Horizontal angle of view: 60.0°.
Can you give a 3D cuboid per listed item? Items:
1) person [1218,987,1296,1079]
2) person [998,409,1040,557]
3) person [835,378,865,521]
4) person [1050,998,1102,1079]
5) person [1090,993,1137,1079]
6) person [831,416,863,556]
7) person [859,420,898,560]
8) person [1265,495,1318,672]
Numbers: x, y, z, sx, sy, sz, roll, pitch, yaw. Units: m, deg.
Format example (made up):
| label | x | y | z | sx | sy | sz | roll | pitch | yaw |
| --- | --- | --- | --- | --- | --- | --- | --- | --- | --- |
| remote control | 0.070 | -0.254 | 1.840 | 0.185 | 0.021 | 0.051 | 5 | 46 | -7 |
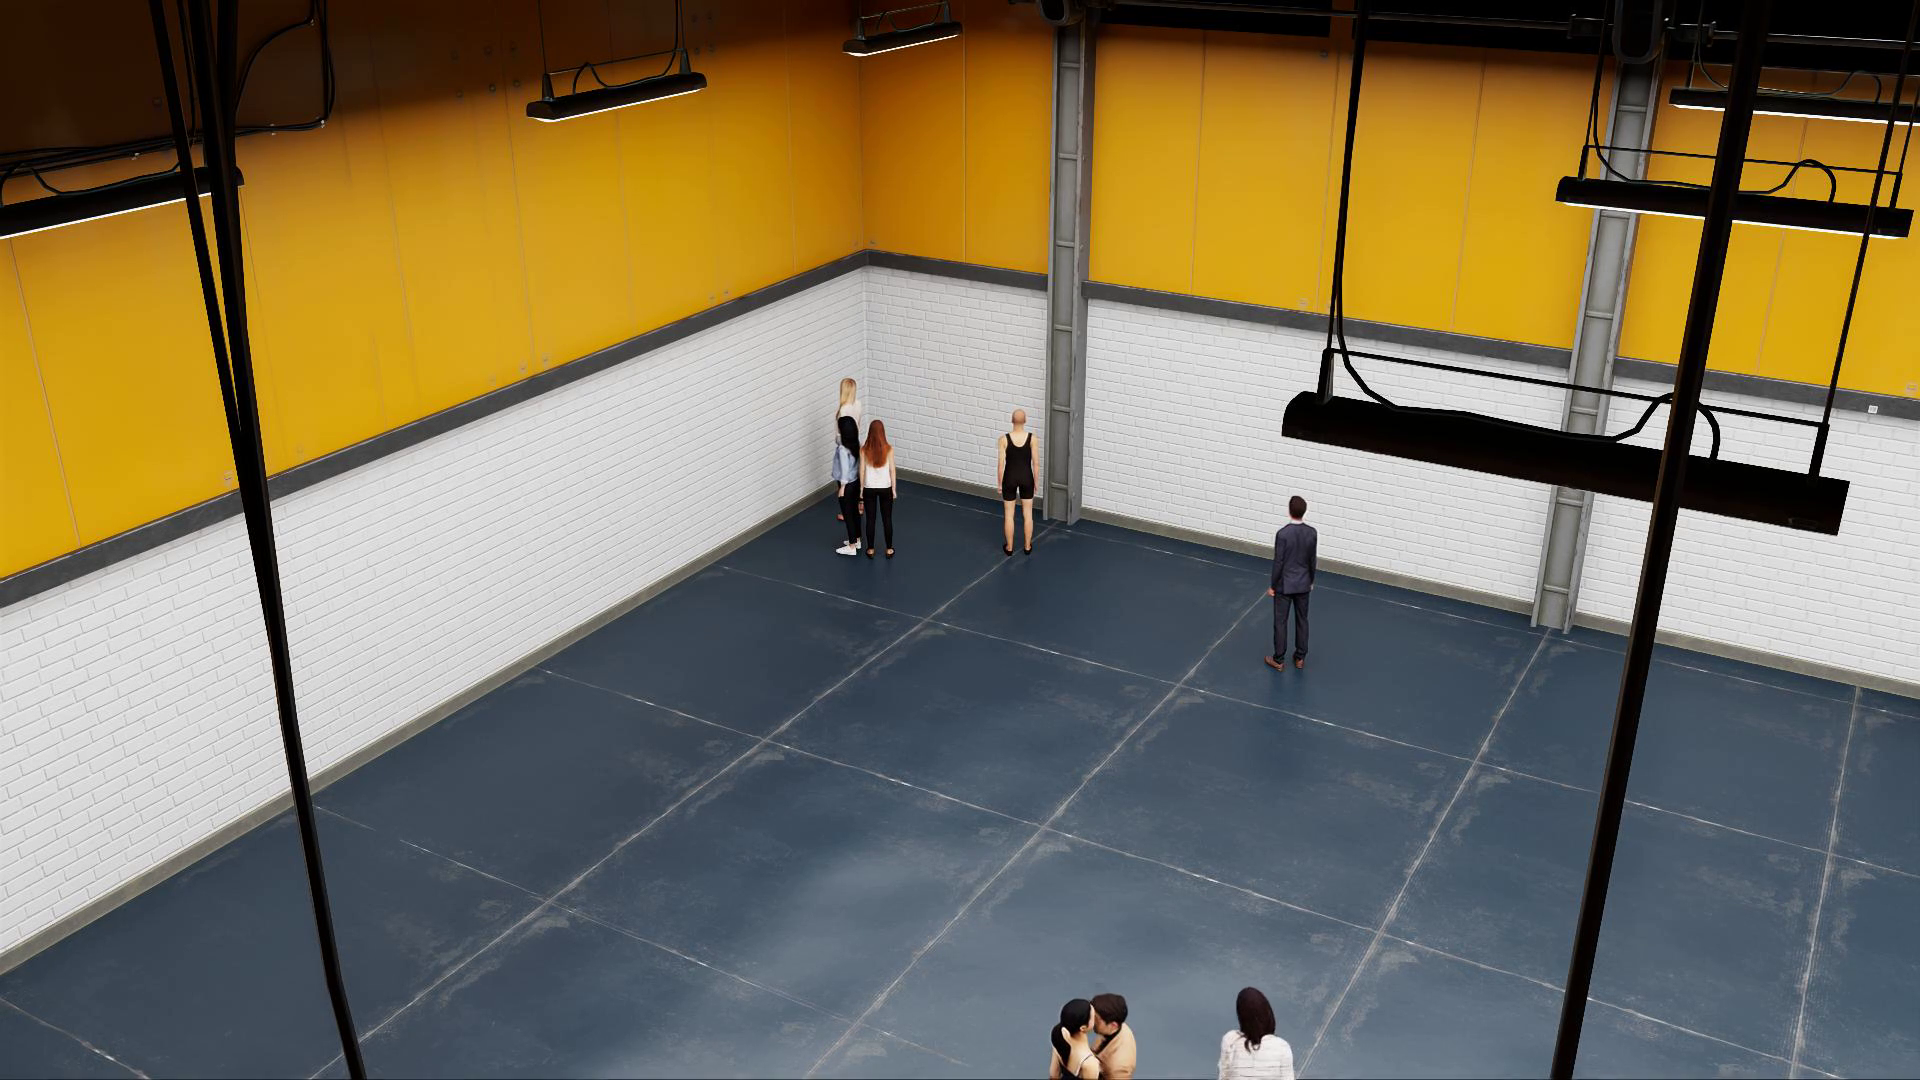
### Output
| label | x | y | z | sx | sy | sz | roll | pitch | yaw |
| --- | --- | --- | --- | --- | --- | --- | --- | --- | --- |
| person | 1.789 | 3.540 | 10.232 | 0.999 | 1.594 | 0.882 | 8 | 25 | 18 |
| person | 0.686 | -0.683 | 19.616 | 0.658 | 1.816 | 0.769 | -2 | 24 | -4 |
| person | -1.354 | -1.132 | 20.631 | 0.548 | 1.826 | 0.634 | 10 | 26 | 22 |
| person | 0.694 | 3.511 | 10.131 | 0.718 | 1.729 | 0.611 | -15 | 28 | -30 |
| person | 0.938 | 3.482 | 10.207 | 0.786 | 1.720 | 0.762 | 0 | 24 | 0 |
| person | -1.323 | -0.658 | 19.689 | 0.614 | 1.711 | 0.649 | 7 | 25 | 16 |
| person | -0.962 | -0.596 | 19.533 | 0.609 | 1.722 | 0.719 | -1 | 24 | -2 |
| person | 3.385 | 0.439 | 16.988 | 0.731 | 1.866 | 0.791 | -6 | 24 | -14 |
